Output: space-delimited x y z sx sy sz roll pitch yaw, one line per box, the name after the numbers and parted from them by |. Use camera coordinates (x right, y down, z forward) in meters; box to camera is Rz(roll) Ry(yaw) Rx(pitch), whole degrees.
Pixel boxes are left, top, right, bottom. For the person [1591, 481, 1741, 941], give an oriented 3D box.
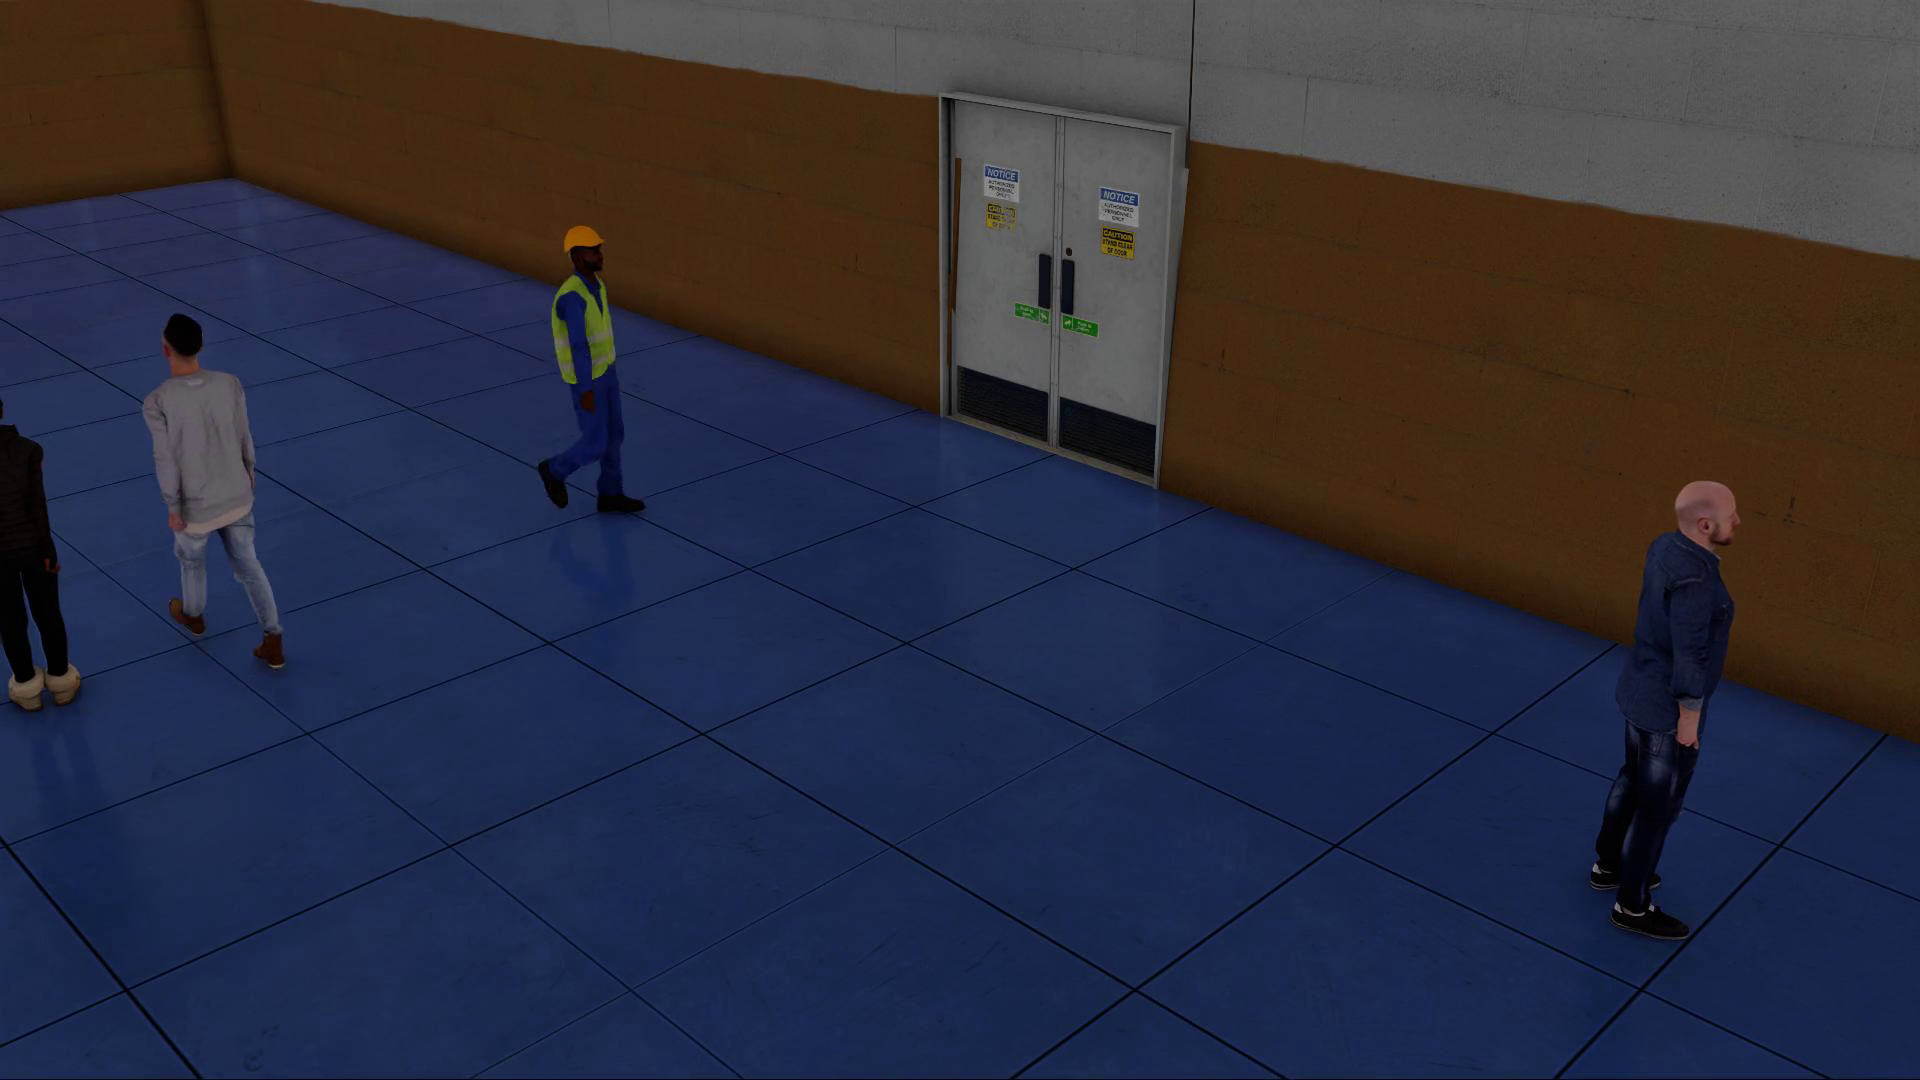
2.685 0.629 6.312 0.857 1.826 0.769 2 24 5 | person

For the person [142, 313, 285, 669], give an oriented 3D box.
-3.642 -0.186 8.218 0.820 1.791 1.096 19 30 36 | person

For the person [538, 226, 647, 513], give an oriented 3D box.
-2.300 -0.995 10.056 0.977 1.800 0.957 5 24 11 | person

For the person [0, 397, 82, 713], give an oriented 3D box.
-4.444 0.057 7.826 0.670 1.661 0.615 9 25 19 | person
